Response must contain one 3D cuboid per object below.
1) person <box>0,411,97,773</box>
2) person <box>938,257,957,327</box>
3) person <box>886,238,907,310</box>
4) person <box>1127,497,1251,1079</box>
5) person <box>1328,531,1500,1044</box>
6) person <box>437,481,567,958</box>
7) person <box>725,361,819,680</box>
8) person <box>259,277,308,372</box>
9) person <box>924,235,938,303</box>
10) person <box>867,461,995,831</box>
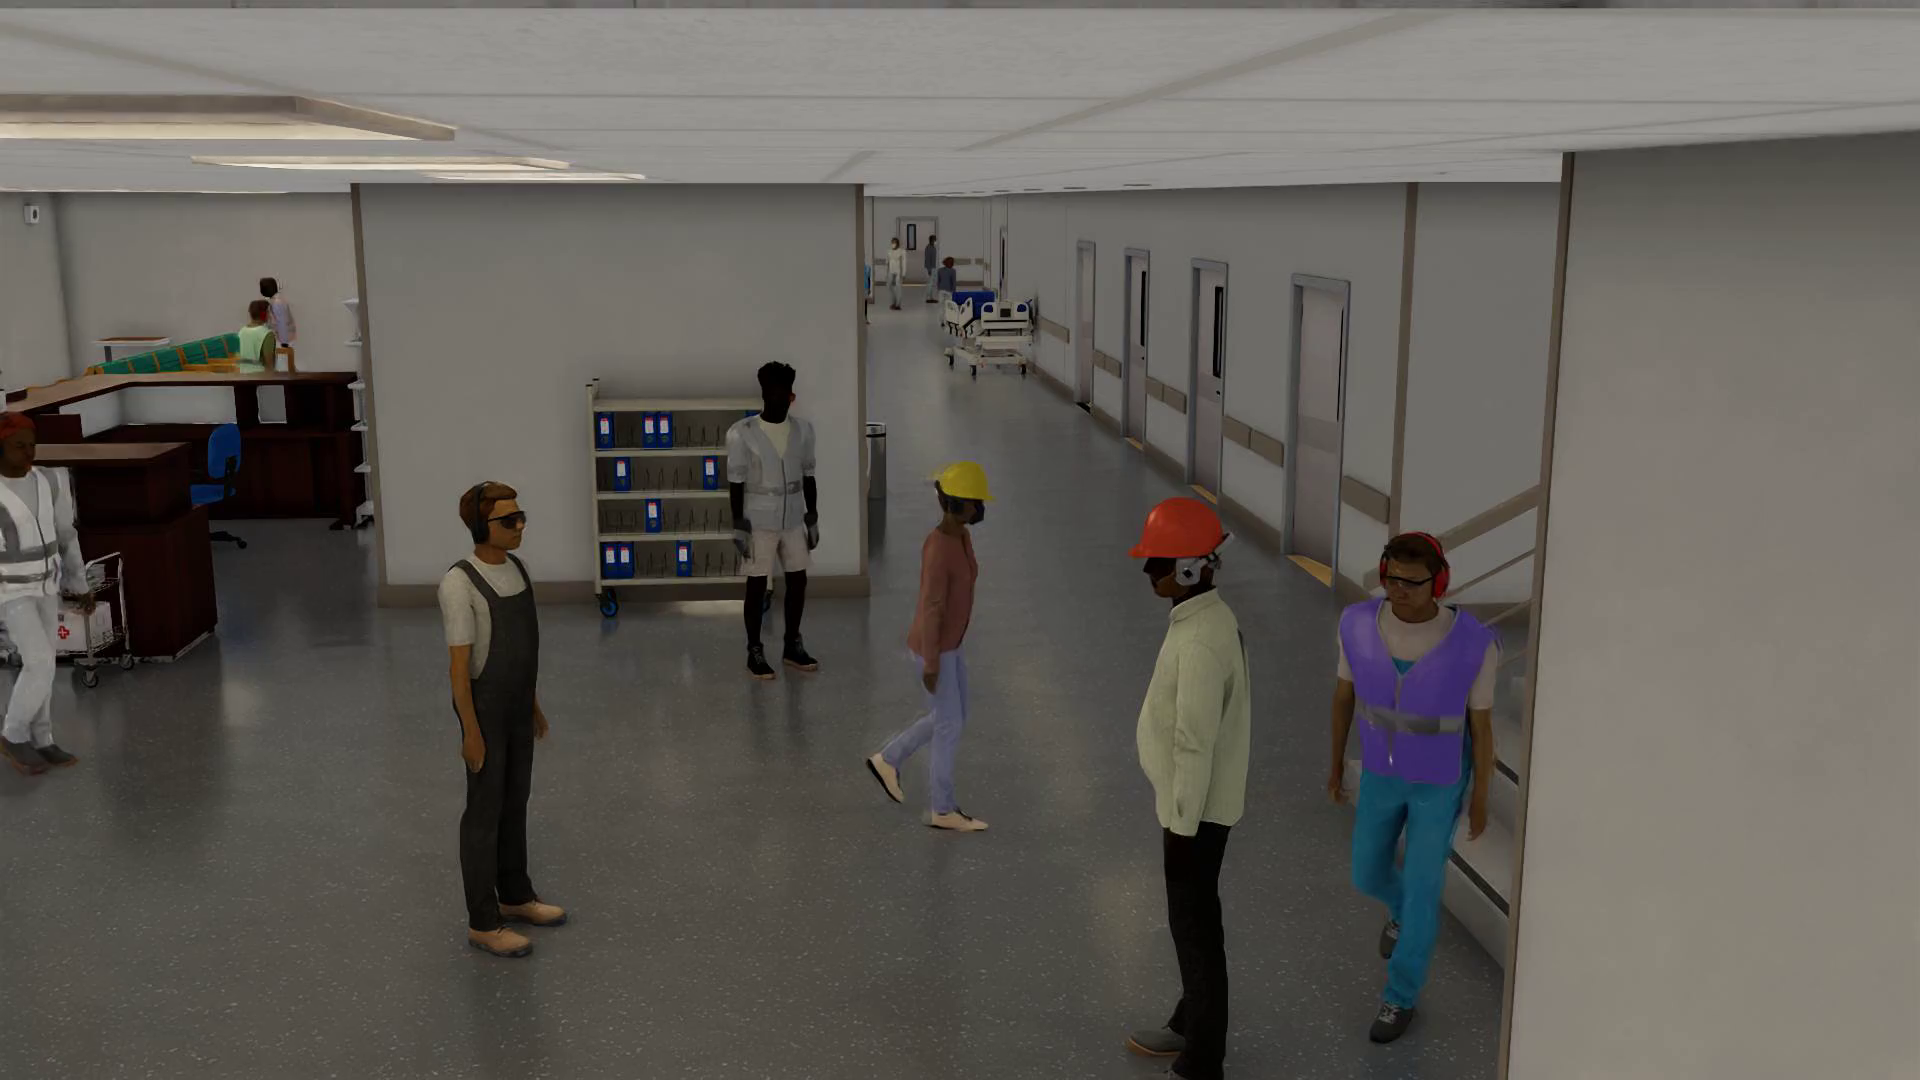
[{"bbox_3d":[-4.722,0.278,8.442,0.438,1.870,0.581,3,12,13],"label":"person"},{"bbox_3d":[-0.298,-5.738,38.434,0.531,1.601,0.569,4,12,19],"label":"person"},{"bbox_3d":[-1.720,-7.051,44.097,0.659,1.924,0.472,6,13,28],"label":"person"},{"bbox_3d":[0.728,0.841,5.396,0.404,1.985,0.602,2,12,9],"label":"person"},{"bbox_3d":[1.616,0.821,5.909,0.597,1.815,0.628,8,14,35],"label":"person"},{"bbox_3d":[-1.788,0.685,6.491,0.345,1.847,0.508,3,12,16],"label":"person"},{"bbox_3d":[-1.137,-0.121,10.177,0.607,1.956,0.386,-8,14,-33],"label":"person"},{"bbox_3d":[-9.846,-2.945,24.342,0.645,1.812,0.642,-5,12,-21],"label":"person"},{"bbox_3d":[-0.827,-7.703,47.291,0.369,1.929,0.638,3,12,13],"label":"person"},{"bbox_3d":[-0.132,0.487,7.717,0.576,1.742,0.558,3,12,14],"label":"person"}]
